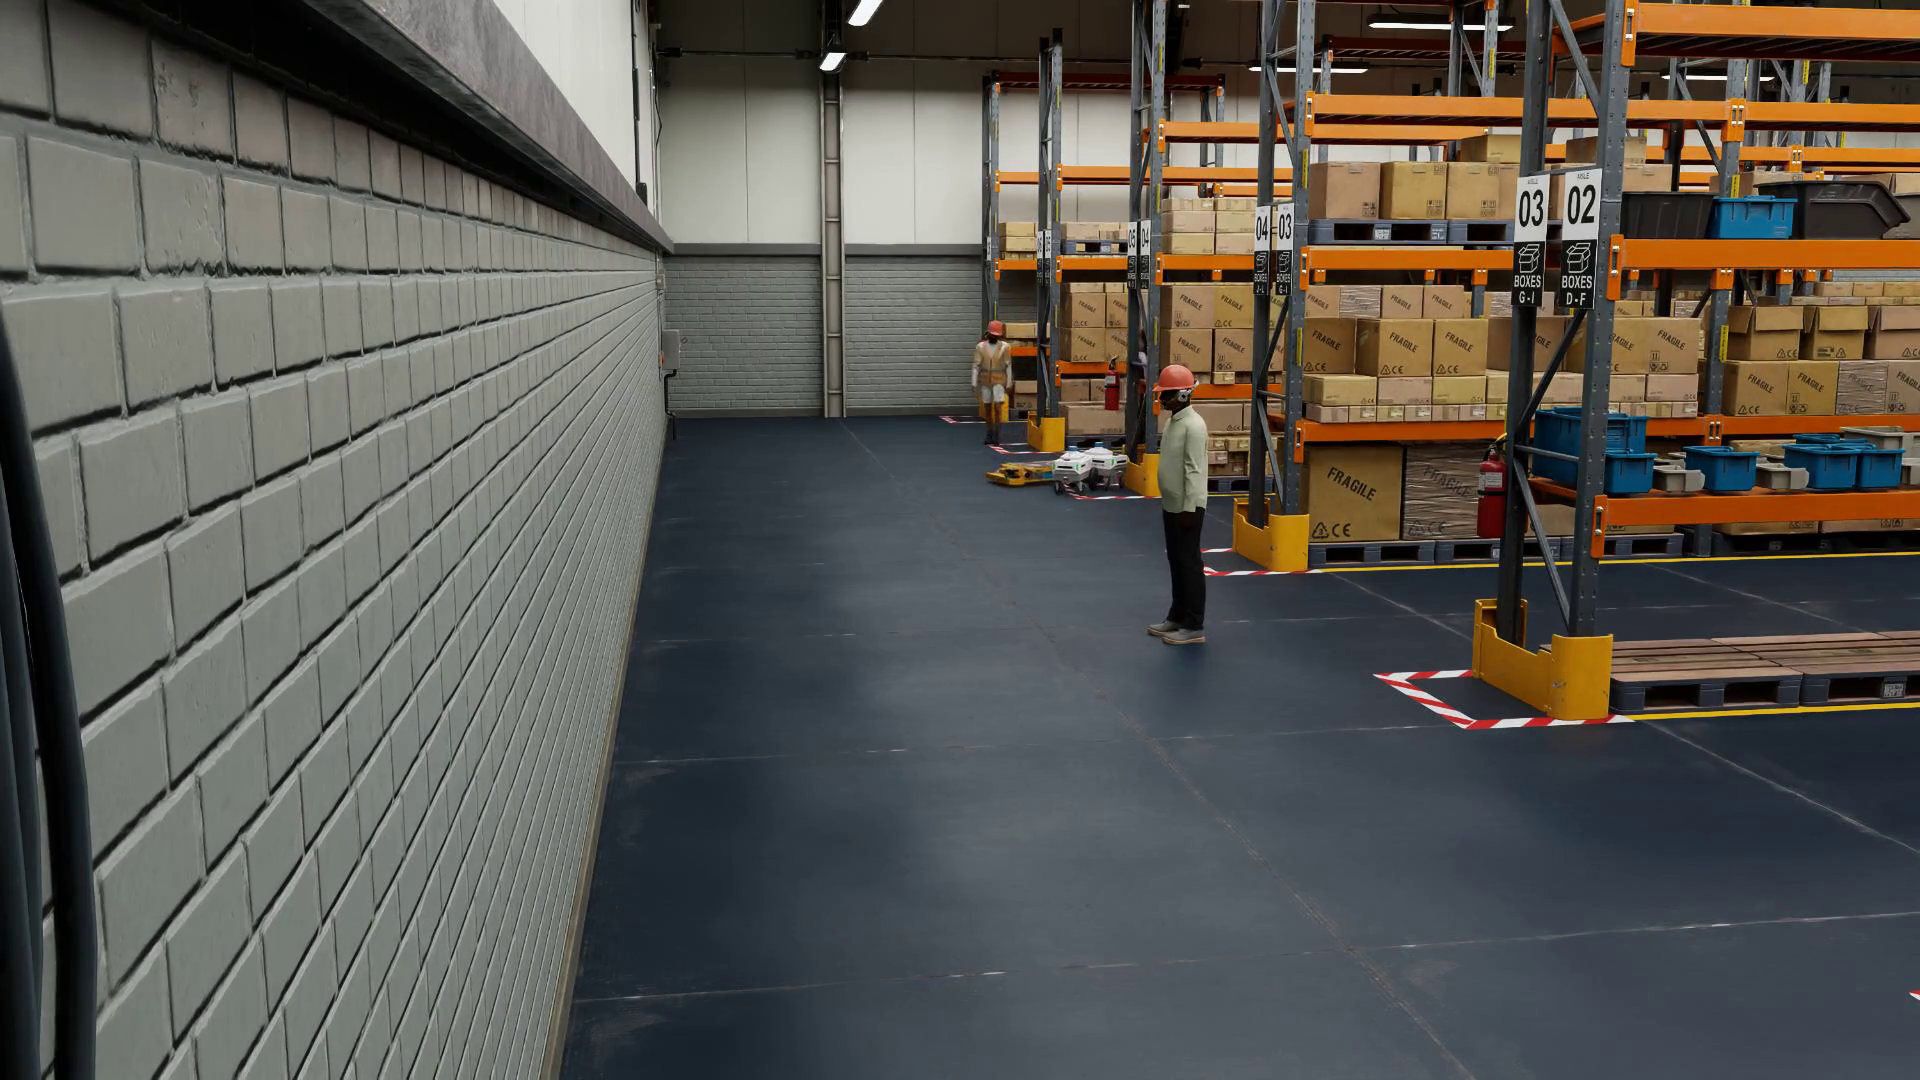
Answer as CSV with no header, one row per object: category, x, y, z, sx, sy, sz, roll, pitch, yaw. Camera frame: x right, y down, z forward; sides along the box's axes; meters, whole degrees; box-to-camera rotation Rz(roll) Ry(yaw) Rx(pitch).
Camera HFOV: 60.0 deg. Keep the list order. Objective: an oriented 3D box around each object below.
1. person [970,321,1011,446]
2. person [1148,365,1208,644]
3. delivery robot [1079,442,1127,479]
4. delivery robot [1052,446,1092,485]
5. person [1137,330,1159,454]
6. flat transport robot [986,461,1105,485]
person,0.459,-2.357,25.111,0.581,1.888,0.839,2,9,12
person,1.562,-0.256,11.897,0.402,1.988,0.610,-2,9,-13
delivery robot,1.693,-0.955,20.317,0.707,0.478,0.477,8,12,42
delivery robot,1.339,-0.877,19.840,0.477,0.478,0.707,3,10,18
person,2.541,-1.843,21.968,0.612,1.898,0.627,4,10,25
flat transport robot,1.104,-0.859,20.892,1.431,0.197,0.652,-4,10,-25
